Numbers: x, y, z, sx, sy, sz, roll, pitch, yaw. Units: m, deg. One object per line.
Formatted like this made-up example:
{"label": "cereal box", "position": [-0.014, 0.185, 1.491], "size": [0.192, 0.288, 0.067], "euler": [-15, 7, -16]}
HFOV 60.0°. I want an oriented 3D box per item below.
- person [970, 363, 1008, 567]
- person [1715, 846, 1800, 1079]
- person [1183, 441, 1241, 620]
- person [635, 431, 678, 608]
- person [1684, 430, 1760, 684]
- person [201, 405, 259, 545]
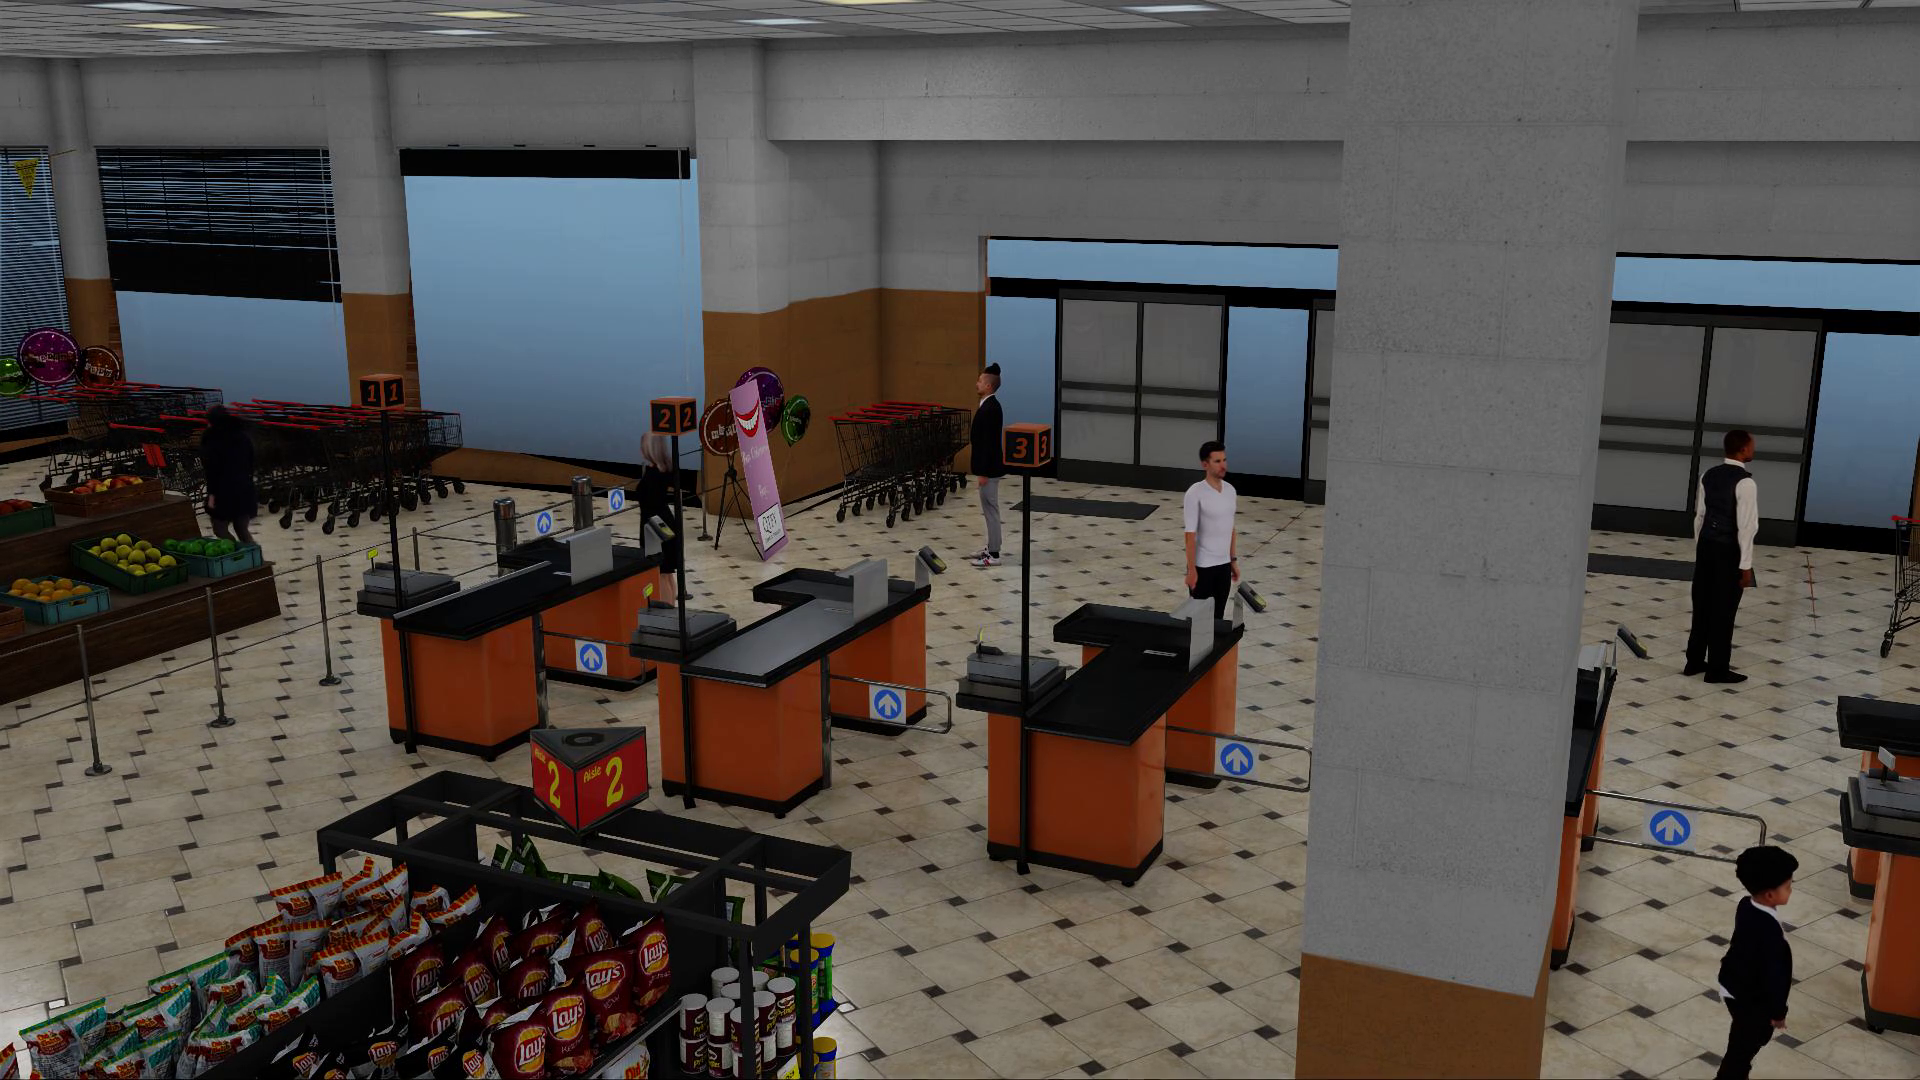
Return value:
{"label": "person", "position": [0.282, -0.732, 15.984], "size": [0.851, 1.948, 0.690], "euler": [0, 14, 2]}
{"label": "person", "position": [3.232, 1.844, 6.919], "size": [0.626, 1.216, 0.516], "euler": [2, 14, 7]}
{"label": "person", "position": [1.868, 0.171, 12.467], "size": [0.678, 1.851, 0.813], "euler": [-10, 17, -36]}
{"label": "person", "position": [-2.460, -0.034, 13.536], "size": [0.744, 1.746, 0.630], "euler": [1, 14, 2]}
{"label": "person", "position": [5.761, 0.112, 12.571], "size": [0.834, 1.917, 0.763], "euler": [-4, 14, -18]}
{"label": "person", "position": [-6.648, -0.415, 15.291], "size": [0.763, 1.660, 0.624], "euler": [8, 16, 30]}
